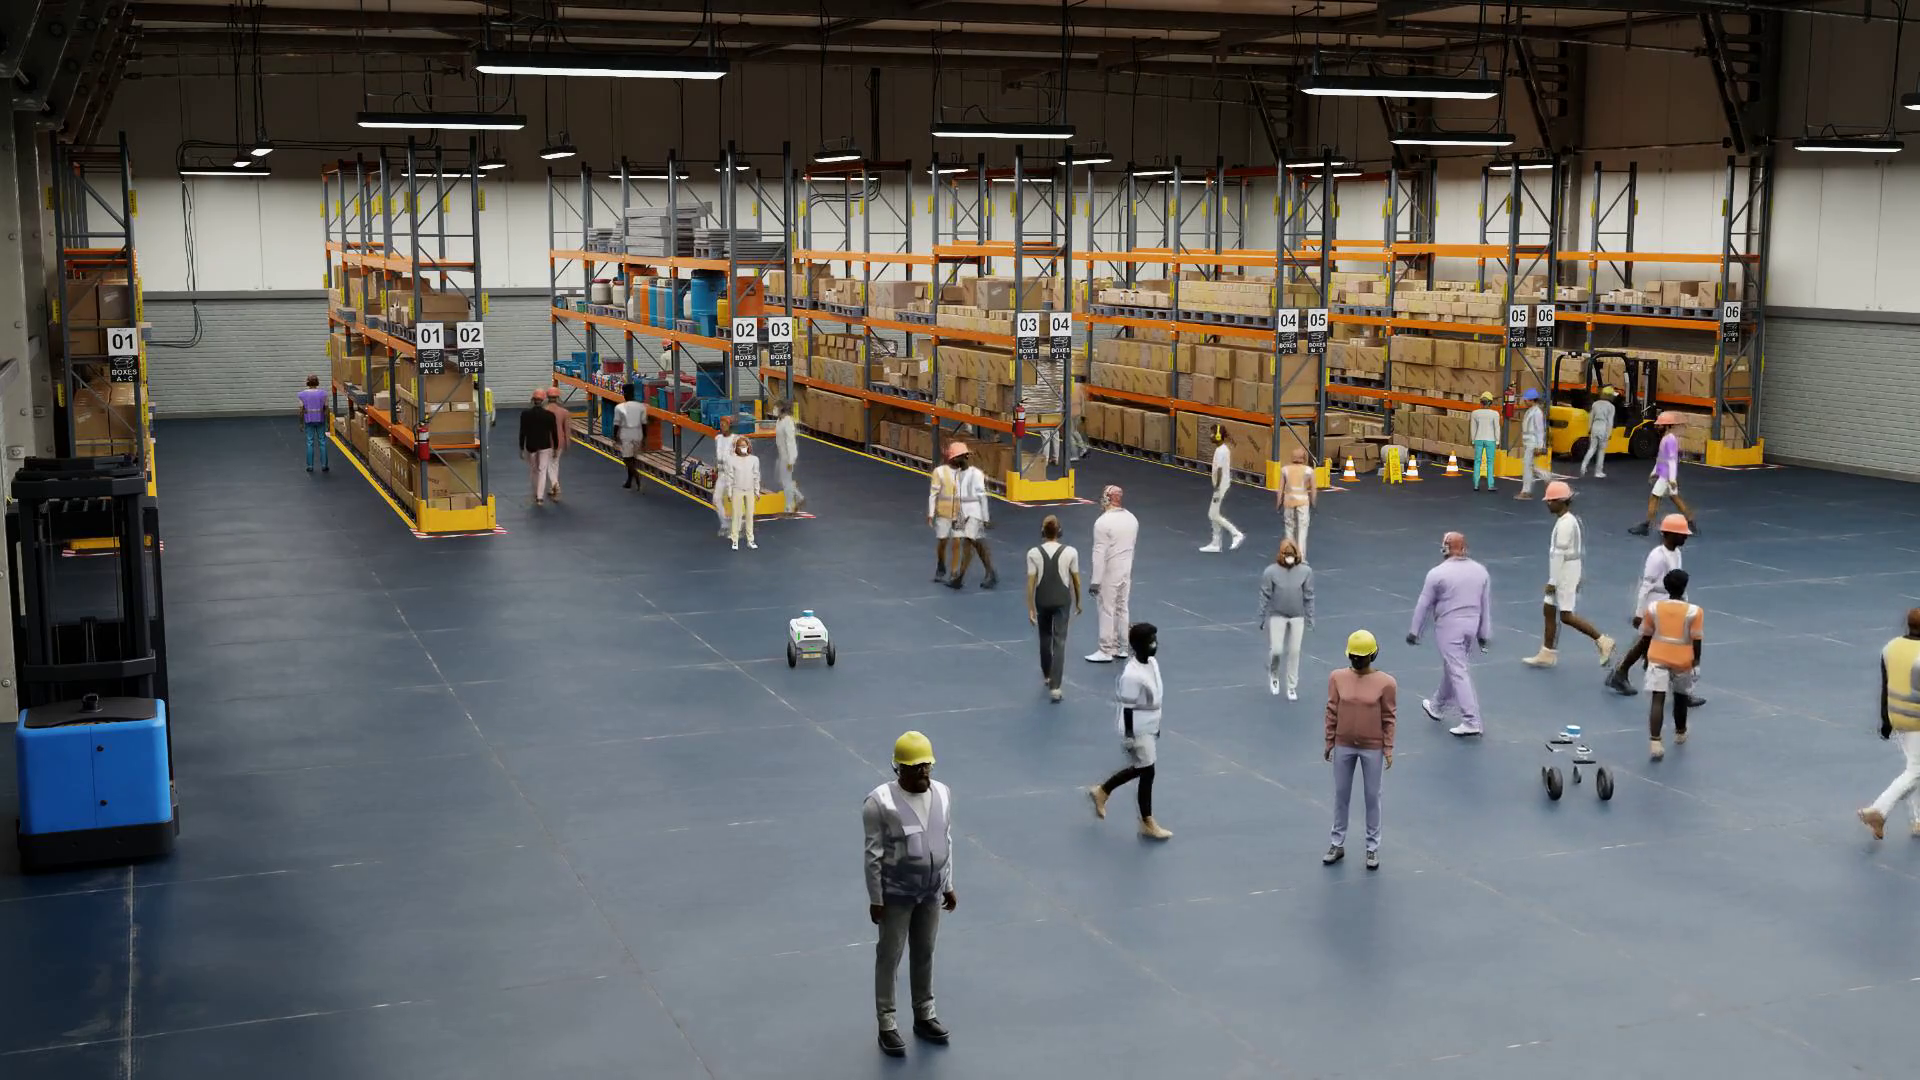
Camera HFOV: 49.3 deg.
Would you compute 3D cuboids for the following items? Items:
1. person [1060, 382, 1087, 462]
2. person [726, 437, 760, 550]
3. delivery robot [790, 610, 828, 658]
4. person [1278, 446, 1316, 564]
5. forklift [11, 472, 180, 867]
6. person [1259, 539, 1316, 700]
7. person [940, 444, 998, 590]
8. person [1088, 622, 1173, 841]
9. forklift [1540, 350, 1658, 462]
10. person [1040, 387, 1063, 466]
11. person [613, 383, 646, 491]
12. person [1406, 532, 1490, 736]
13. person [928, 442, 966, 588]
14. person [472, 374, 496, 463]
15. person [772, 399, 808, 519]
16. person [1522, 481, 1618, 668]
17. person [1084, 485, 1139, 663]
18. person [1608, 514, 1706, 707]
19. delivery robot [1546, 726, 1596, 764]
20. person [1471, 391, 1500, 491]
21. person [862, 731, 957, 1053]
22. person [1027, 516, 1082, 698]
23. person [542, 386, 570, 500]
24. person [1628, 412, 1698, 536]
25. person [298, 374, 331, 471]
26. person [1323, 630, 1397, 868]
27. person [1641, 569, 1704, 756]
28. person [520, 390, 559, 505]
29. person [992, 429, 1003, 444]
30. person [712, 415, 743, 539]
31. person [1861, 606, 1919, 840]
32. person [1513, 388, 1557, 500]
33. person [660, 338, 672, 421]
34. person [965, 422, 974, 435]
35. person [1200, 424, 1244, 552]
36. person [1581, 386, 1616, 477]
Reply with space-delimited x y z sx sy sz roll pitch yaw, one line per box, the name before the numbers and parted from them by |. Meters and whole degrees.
person | 2.188 -2.501 41.729 0.640 1.880 0.467 -7 11 -38
person | -3.142 -0.681 30.400 0.500 1.633 0.280 -4 9 -22
delivery robot | -1.633 1.004 22.577 0.477 0.478 0.707 -2 9 -11
person | 4.694 -0.492 29.183 0.524 1.648 0.339 3 9 21
forklift | -6.630 0.886 15.957 1.129 2.768 1.873 -3 9 -21
person | 3.237 0.781 20.704 0.536 1.615 0.331 0 9 -2
person | 0.078 -0.301 27.077 0.950 1.868 0.610 -5 10 -32
person | 1.314 1.439 16.101 0.670 1.679 0.533 3 9 22
forklift | 12.897 -2.725 42.309 2.313 2.155 1.214 -3 9 -21
person | 1.727 -2.382 41.048 0.619 1.845 0.430 -7 11 -37
person | -5.783 -1.803 36.932 0.606 1.932 0.870 -6 10 -34
person | 4.563 0.853 19.485 0.665 1.841 1.018 -4 9 -24
person | -0.145 -0.350 27.399 0.624 1.900 0.828 -2 9 -11
person | -9.447 -2.395 41.238 0.602 1.814 0.495 -3 9 -20
person | -2.751 -1.307 33.586 0.513 1.930 0.665 -2 9 -16
person | 6.467 0.381 22.107 0.874 2.009 0.608 2 9 13
person | 1.626 0.367 22.567 0.395 1.895 0.703 8 11 41
person | 6.893 0.656 20.693 1.013 1.883 0.565 6 11 36
delivery robot | 5.082 1.659 17.348 0.335 0.223 0.698 0 8 0
person | 9.303 -1.747 37.069 0.524 1.769 0.309 5 10 30
person | -0.269 1.986 11.953 0.588 1.835 0.403 -6 10 -35
person | 0.941 0.653 20.999 0.531 1.795 0.993 1 9 8
person | -6.945 -1.643 35.736 0.618 1.962 0.855 -4 10 -27
person | 10.727 -1.000 31.720 1.008 1.891 0.552 2 9 16
person | -12.346 -2.241 40.078 0.571 1.849 0.382 -3 9 -19
person | 2.919 1.518 15.328 0.524 1.759 0.328 4 9 24
person | 6.327 1.074 18.625 0.545 1.647 0.897 5 10 28
person | -7.101 -1.572 35.365 0.628 1.934 1.044 0 9 0
person | 0.828 -3.003 44.685 0.637 1.985 1.043 -2 9 -14
person | -3.478 -0.938 31.357 0.587 1.867 0.523 6 10 35
person | 7.255 1.391 15.978 0.797 1.814 0.629 -2 9 -12
person | 9.880 -1.649 35.901 0.676 1.928 0.609 0 9 3
person | -7.040 -3.894 50.655 0.406 1.987 0.615 5 10 31
person | 0.204 -3.300 47.261 0.632 1.814 0.825 -3 9 -17
person | 3.756 -0.734 30.032 0.540 1.853 0.540 1 9 9
person | 11.908 -2.010 38.999 0.588 1.705 0.545 -7 11 -39
